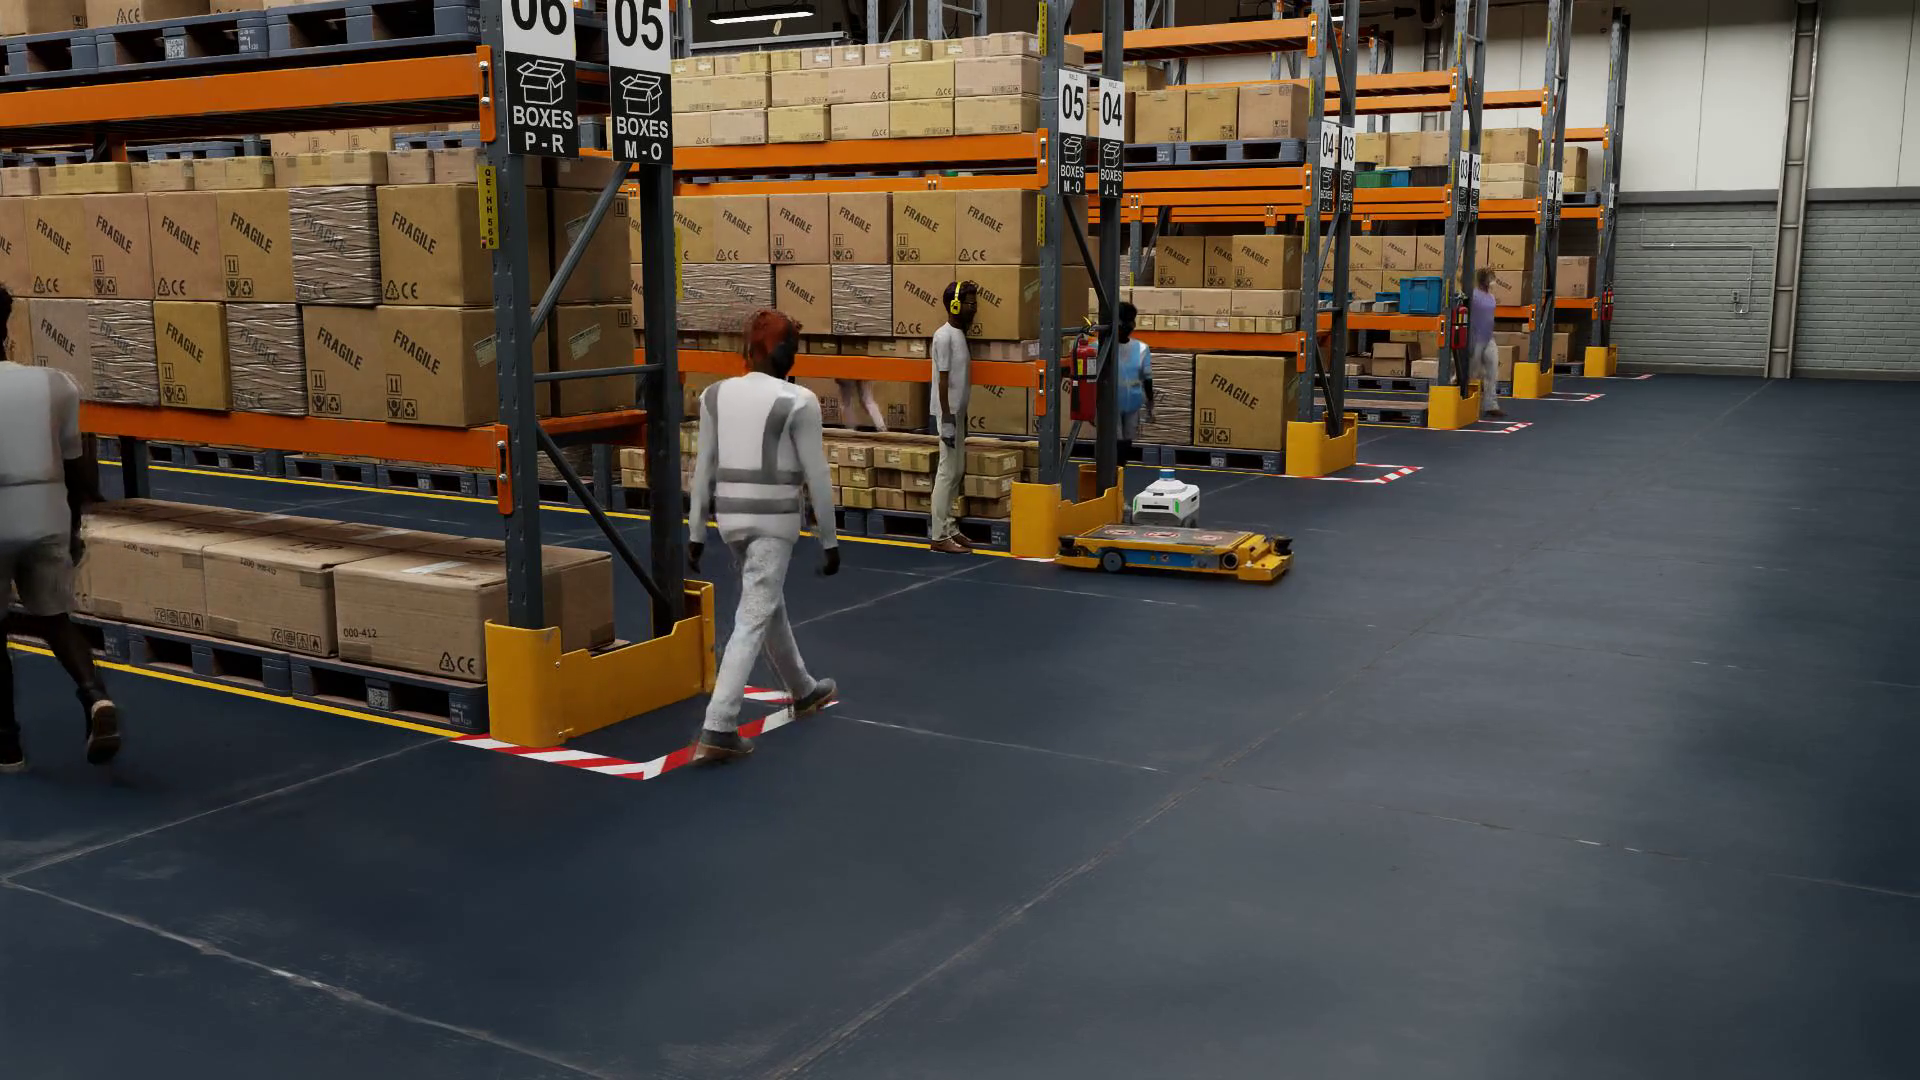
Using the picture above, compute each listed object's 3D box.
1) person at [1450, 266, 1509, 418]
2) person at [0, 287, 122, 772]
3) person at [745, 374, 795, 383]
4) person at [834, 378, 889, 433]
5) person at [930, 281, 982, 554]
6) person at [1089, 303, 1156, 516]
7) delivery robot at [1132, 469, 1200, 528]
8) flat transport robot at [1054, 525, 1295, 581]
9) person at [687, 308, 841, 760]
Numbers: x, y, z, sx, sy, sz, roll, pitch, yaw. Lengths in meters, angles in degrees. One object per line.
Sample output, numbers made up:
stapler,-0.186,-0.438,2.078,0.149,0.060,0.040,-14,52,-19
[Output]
person,6.507,-2.502,21.011,0.634,1.912,0.919,-9,13,-43
person,-3.620,-0.031,6.418,0.714,1.949,0.600,7,12,36
person,-1.863,-1.651,16.235,0.624,1.845,0.430,-9,13,-42
person,-1.009,-1.767,16.590,0.629,1.949,0.685,-7,12,-37
person,-0.032,-0.833,11.403,0.333,1.860,0.510,2,10,13
person,1.291,-1.038,13.141,0.548,1.665,0.716,-4,10,-22
delivery robot,1.430,-0.247,11.501,0.477,0.478,0.707,4,10,19
flat transport robot,1.392,0.064,10.784,1.431,0.197,0.652,4,11,23
person,-0.819,-0.045,6.930,0.598,1.825,1.084,6,11,30
